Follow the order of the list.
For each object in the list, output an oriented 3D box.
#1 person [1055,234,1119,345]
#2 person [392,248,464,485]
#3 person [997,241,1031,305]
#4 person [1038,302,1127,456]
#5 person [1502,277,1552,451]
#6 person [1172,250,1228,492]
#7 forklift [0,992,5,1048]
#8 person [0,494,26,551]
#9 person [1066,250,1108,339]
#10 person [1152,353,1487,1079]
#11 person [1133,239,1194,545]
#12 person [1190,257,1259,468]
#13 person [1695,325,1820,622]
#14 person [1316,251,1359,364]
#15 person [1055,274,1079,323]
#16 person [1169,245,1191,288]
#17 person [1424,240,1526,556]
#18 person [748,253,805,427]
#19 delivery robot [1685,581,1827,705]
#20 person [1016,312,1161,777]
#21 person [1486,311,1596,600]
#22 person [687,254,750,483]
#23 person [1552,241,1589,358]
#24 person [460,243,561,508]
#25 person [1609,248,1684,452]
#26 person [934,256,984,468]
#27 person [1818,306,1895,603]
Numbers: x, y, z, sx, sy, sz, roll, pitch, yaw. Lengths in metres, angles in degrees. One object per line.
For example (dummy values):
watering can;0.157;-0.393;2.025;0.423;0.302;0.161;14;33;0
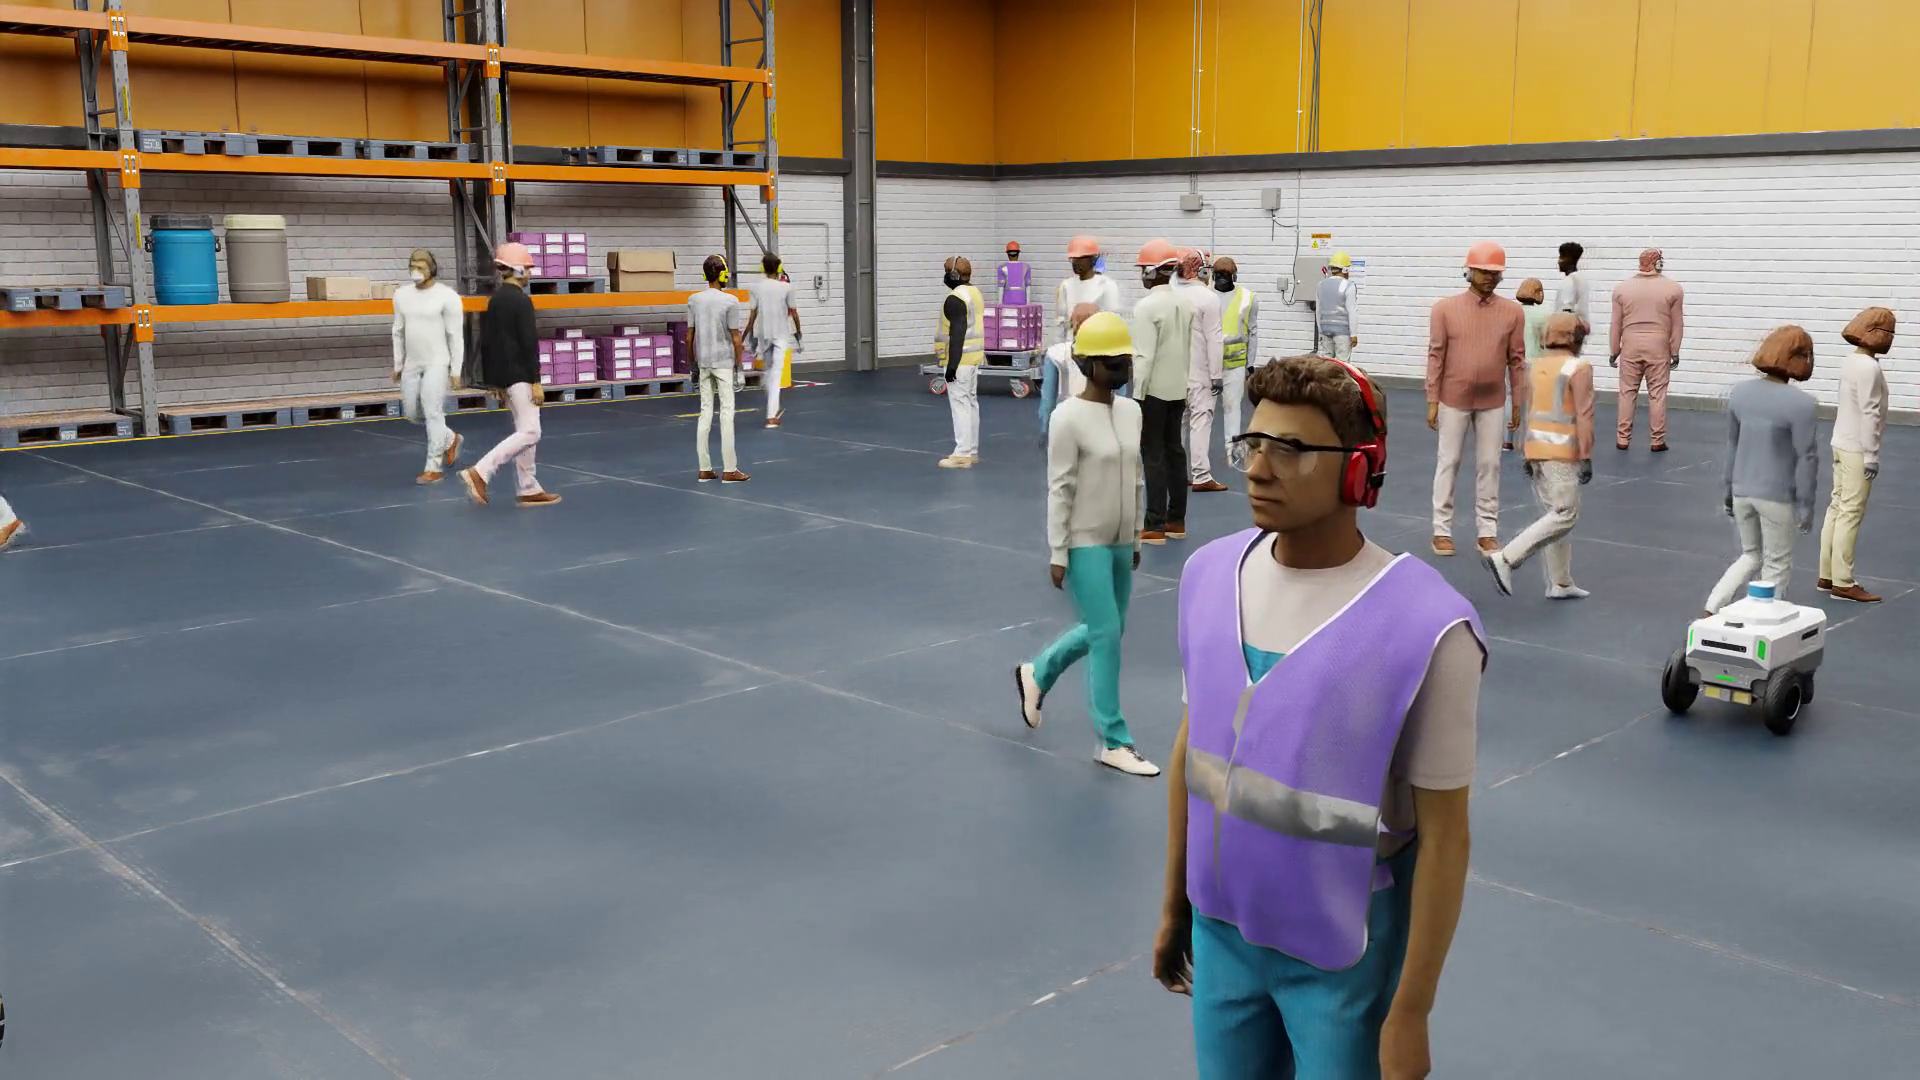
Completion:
person;1.057;-1.600;14.297;0.432;2.022;0.617;-9;14;-41
person;-4.340;-1.434;13.702;0.638;1.920;0.693;4;11;20
person;0.838;-3.704;26.054;0.543;1.928;0.373;-2;11;-10
person;0.749;-0.627;10.099;0.549;1.620;0.434;0;10;-2
person;5.293;-1.635;15.570;0.507;1.631;0.266;9;14;42
person;1.872;-1.337;13.201;0.409;1.909;0.640;-7;13;-34
forklift;-3.245;0.323;3.363;2.313;2.155;1.214;2;11;13
person;-6.255;-0.800;10.320;0.636;1.903;0.982;4;11;22
person;1.206;-1.697;15.173;0.658;1.902;0.673;6;12;30
person;0.540;0.631;2.624;0.390;1.850;0.565;-8;13;-37
person;1.298;-0.969;10.955;0.395;1.992;0.622;8;13;38
person;2.279;-1.543;14.520;0.621;1.837;0.429;2;11;9
person;3.722;-0.187;7.718;0.418;1.617;0.519;-4;11;-20
person;4.416;-2.439;19.401;0.404;1.837;0.590;-7;13;-35
person;1.196;-1.889;16.126;0.548;1.936;0.378;7;13;34
person;2.581;-2.424;19.103;0.566;1.913;0.543;7;12;33
person;3.254;-0.883;10.508;0.623;1.991;0.401;1;10;3
person;-1.956;-2.145;17.852;0.540;1.822;0.963;2;11;13
delivery robot;3.383;0.420;7.054;0.707;0.478;0.477;-10;14;-43
person;0.486;-0.007;6.398;0.740;1.743;0.524;9;14;41
person;3.217;-0.450;9.157;0.604;1.610;0.541;-2;11;-13
person;-1.995;-1.401;13.649;0.523;1.870;0.317;5;11;24
person;6.486;-2.199;17.756;0.422;1.952;0.634;8;13;37
person;-3.317;-1.184;12.195;0.726;1.971;0.627;-7;13;-35
person;6.448;-1.782;15.644;0.639;1.904;0.402;6;12;29
person;-0.010;-1.556;14.571;0.429;1.841;0.634;3;11;16
person;5.011;-0.480;9.273;0.289;1.633;0.497;2;11;13
